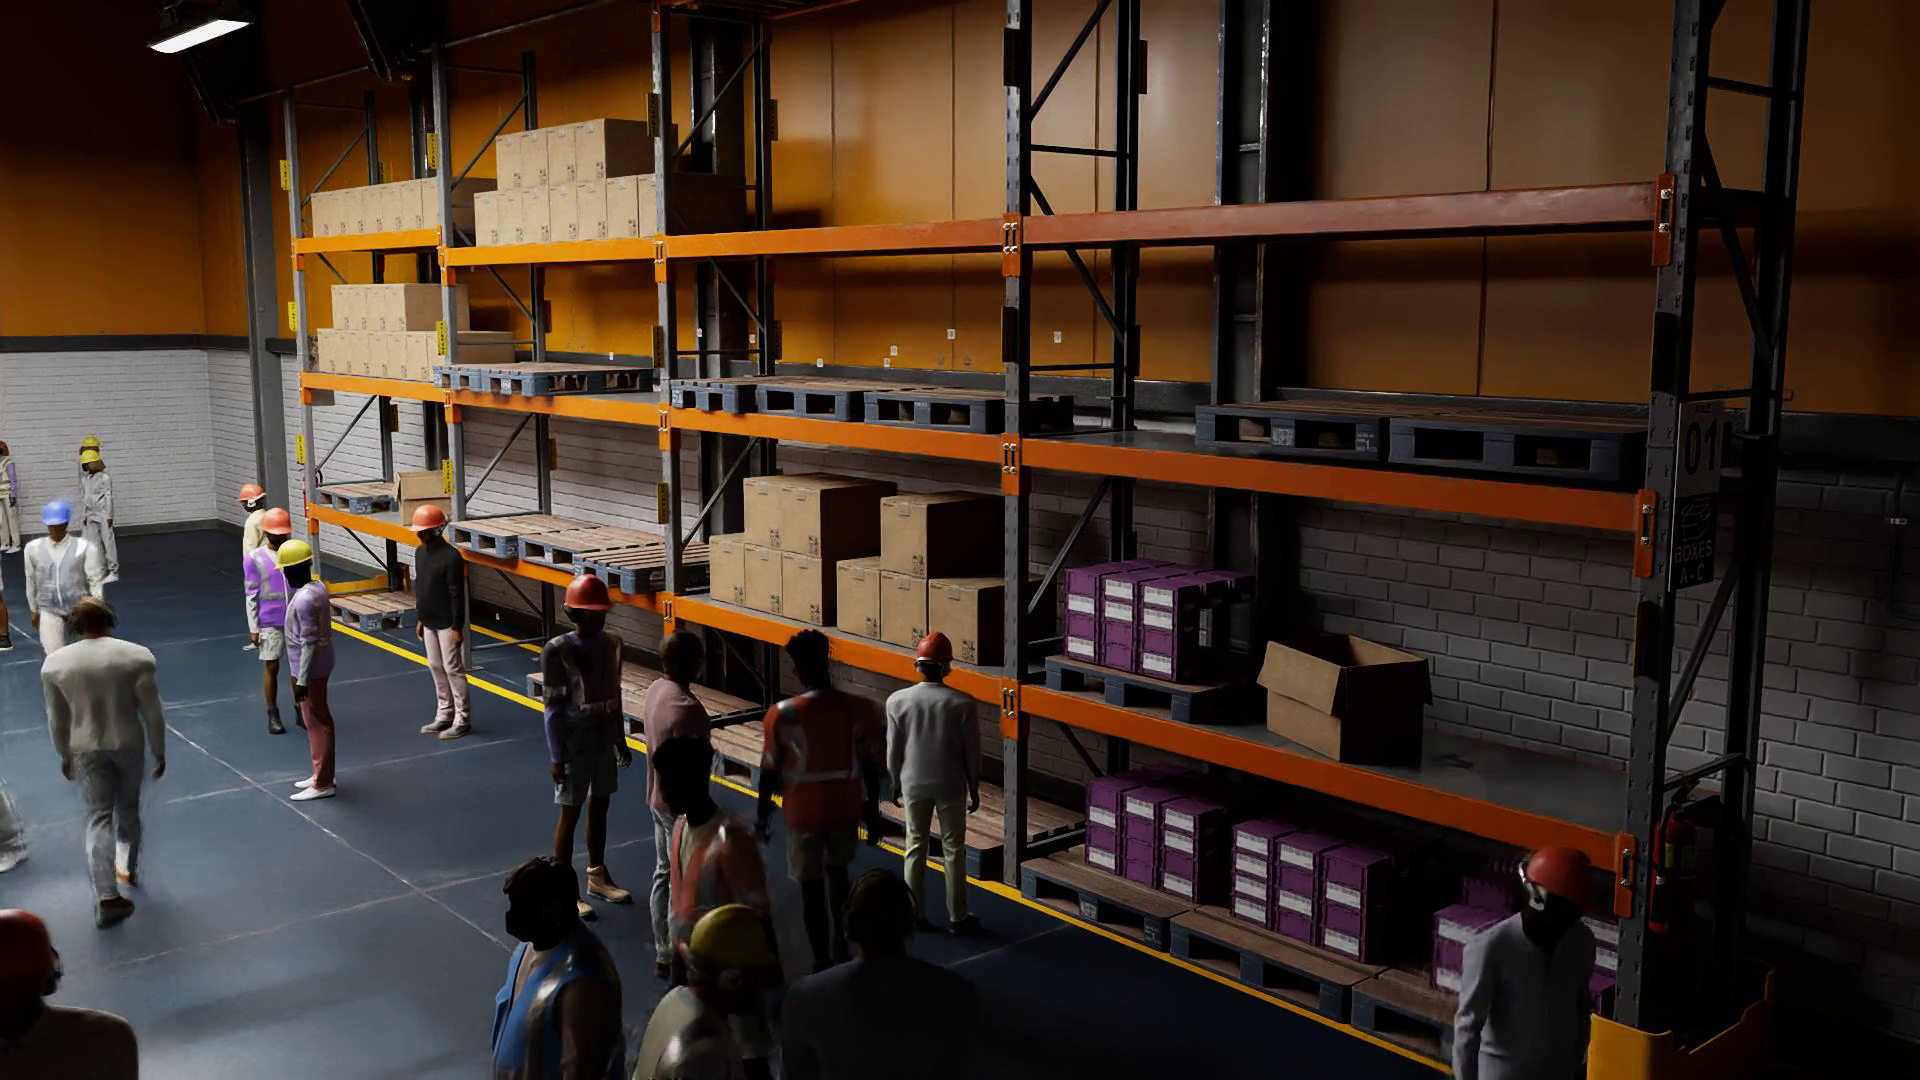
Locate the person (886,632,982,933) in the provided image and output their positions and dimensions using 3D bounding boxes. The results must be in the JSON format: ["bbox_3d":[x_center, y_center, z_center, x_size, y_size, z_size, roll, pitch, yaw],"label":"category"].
[{"bbox_3d":[-0.142,1.397,9.621,0.560,1.753,0.328,2,8,11],"label":"person"}]

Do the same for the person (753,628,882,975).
[{"bbox_3d":[-0.756,1.424,8.794,0.623,1.931,0.614,-4,9,-24],"label":"person"}]

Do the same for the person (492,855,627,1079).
[{"bbox_3d":[-1.341,1.942,5.586,0.431,1.835,0.624,-4,9,-28],"label":"person"}]

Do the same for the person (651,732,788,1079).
[{"bbox_3d":[-0.913,1.735,6.701,0.444,1.922,0.767,-6,10,-37],"label":"person"}]

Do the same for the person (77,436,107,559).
[{"bbox_3d":[-12.257,-0.595,23.525,0.486,1.740,0.313,6,10,34],"label":"person"}]

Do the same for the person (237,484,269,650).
[{"bbox_3d":[-7.369,0.279,17.458,0.355,1.739,0.573,0,8,-2],"label":"person"}]

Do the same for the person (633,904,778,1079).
[{"bbox_3d":[-0.895,2.032,5.235,0.961,1.760,0.624,-3,9,-19],"label":"person"}]

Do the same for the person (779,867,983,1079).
[{"bbox_3d":[-0.260,1.951,5.315,0.643,1.878,1.028,-1,8,-7],"label":"person"}]

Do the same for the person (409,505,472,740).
[{"bbox_3d":[-4.347,0.683,13.847,0.602,1.977,0.434,7,11,41],"label":"person"}]

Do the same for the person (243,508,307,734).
[{"bbox_3d":[-5.722,0.679,14.042,0.550,1.925,0.393,-7,11,-42],"label":"person"}]

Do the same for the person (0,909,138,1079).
[{"bbox_3d":[-2.626,1.991,4.712,0.618,1.986,0.408,-3,9,-23],"label":"person"}]

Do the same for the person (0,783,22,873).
[{"bbox_3d":[-6.440,1.245,10.435,0.673,1.833,0.880,4,9,25],"label":"person"}]

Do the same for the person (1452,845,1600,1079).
[{"bbox_3d":[2.027,1.926,6.073,0.613,1.724,0.491,-2,8,-15],"label":"person"}]

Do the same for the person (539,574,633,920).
[{"bbox_3d":[-2.201,1.212,9.908,0.382,2.045,0.605,6,10,34],"label":"person"}]

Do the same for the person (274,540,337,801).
[{"bbox_3d":[-4.784,0.948,12.188,0.382,1.917,0.585,-2,8,-13],"label":"person"}]

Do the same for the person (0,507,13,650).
[{"bbox_3d":[-10.114,0.218,17.144,0.368,1.958,0.611,1,8,8],"label":"person"}]

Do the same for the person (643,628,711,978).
[{"bbox_3d":[-1.467,1.423,8.807,0.372,1.940,0.632,-4,9,-28],"label":"person"}]

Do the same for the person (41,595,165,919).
[{"bbox_3d":[-5.129,1.283,10.009,0.636,1.894,0.954,-4,9,-26],"label":"person"}]

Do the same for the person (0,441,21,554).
[{"bbox_3d":[-13.833,-0.623,24.071,0.513,1.637,0.313,5,9,29],"label":"person"}]

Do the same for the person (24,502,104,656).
[{"bbox_3d":[-7.914,0.599,14.718,0.623,1.890,1.022,-3,9,-19],"label":"person"}]

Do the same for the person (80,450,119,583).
[{"bbox_3d":[-11.192,-0.309,21.565,0.490,1.734,0.326,3,9,20],"label":"person"}]
